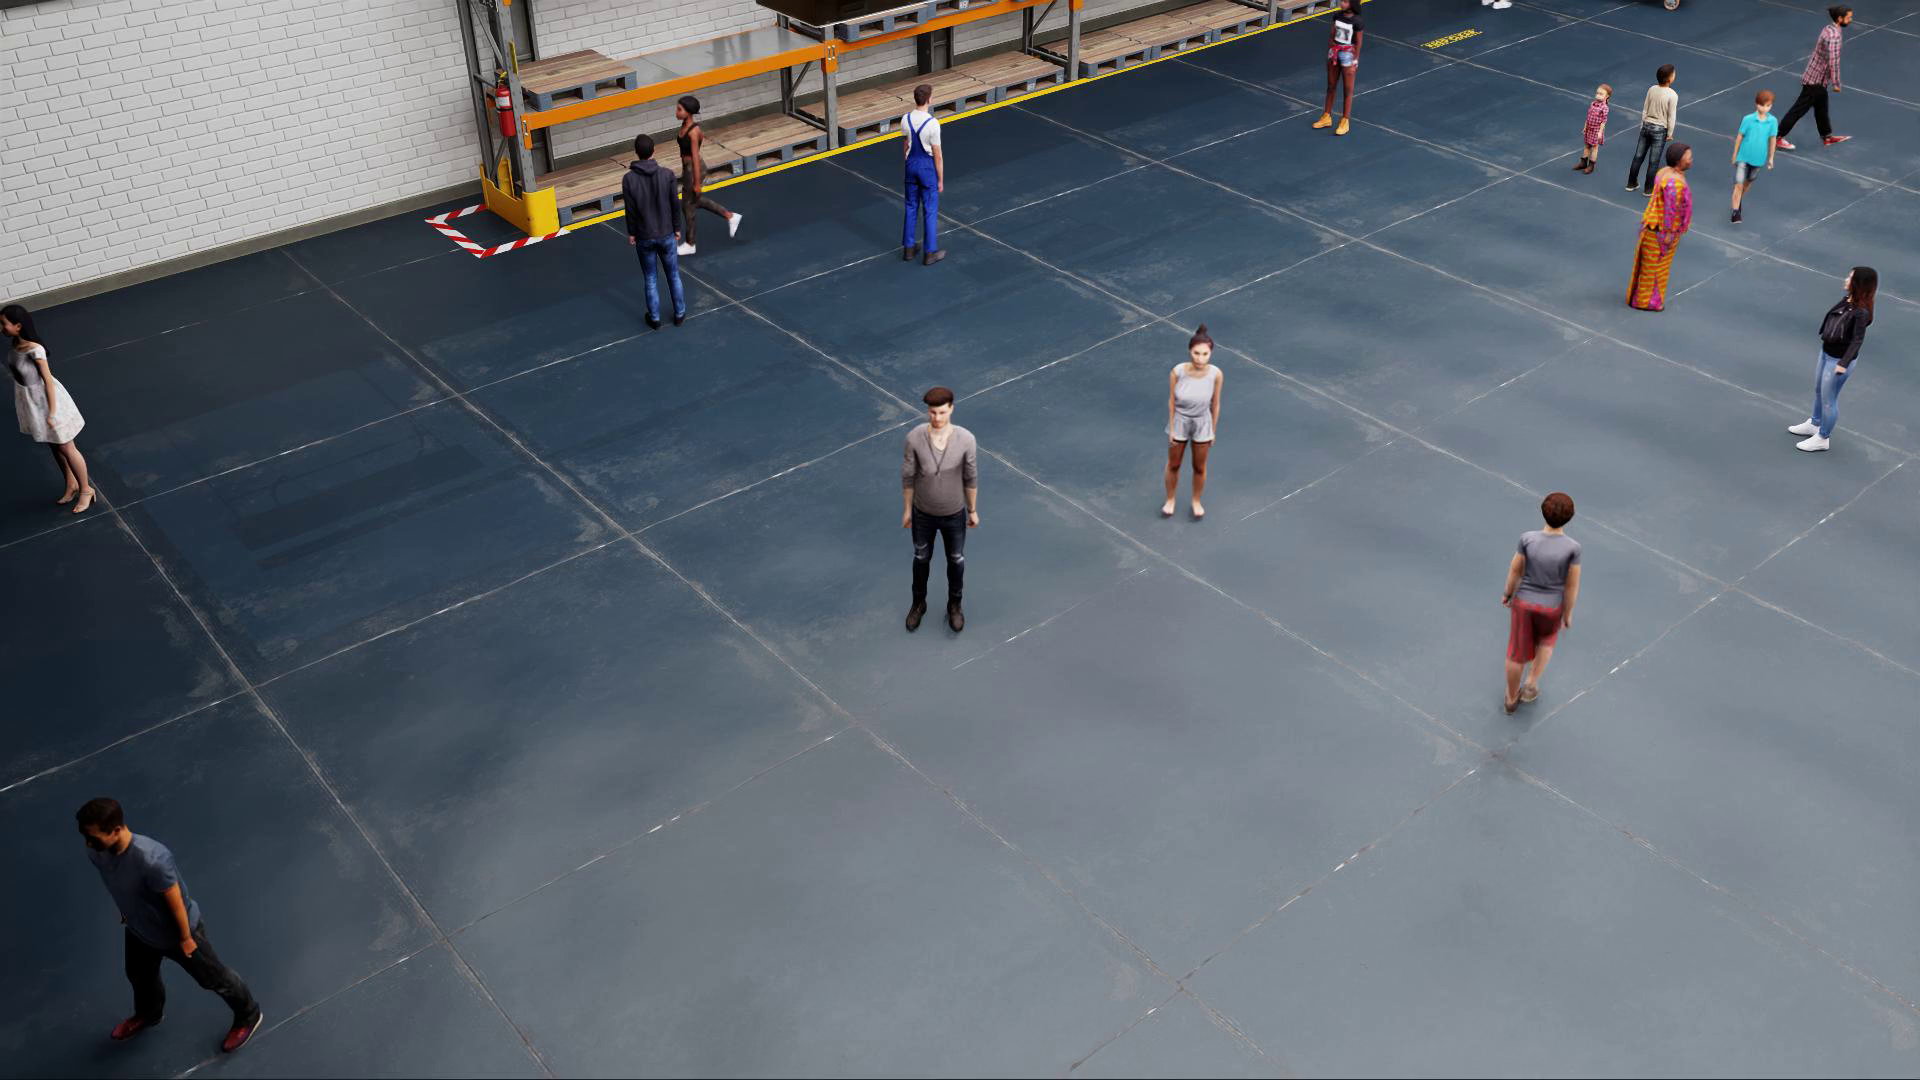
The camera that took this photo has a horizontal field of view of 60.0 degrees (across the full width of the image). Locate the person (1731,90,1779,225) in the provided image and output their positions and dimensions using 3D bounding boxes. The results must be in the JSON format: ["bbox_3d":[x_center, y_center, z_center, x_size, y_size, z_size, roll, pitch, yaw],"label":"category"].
[{"bbox_3d":[8.599,-4.186,18.076,0.902,1.411,1.010,6,34,9],"label":"person"}]

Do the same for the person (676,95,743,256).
[{"bbox_3d":[-2.678,-3.774,17.217,1.091,1.677,0.784,-13,36,-19],"label":"person"}]

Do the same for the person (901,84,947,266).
[{"bbox_3d":[-0.399,-3.747,17.021,0.688,1.848,0.667,17,37,24],"label":"person"}]

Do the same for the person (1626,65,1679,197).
[{"bbox_3d":[7.785,-4.600,18.650,0.503,1.465,0.542,-24,40,-31],"label":"person"}]

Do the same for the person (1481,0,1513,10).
[{"bbox_3d":[8.095,-8.936,24.756,0.639,1.929,0.718,-18,37,-24],"label":"person"}]

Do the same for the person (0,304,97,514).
[{"bbox_3d":[-7.146,-1.027,12.996,0.691,1.774,0.685,25,41,32],"label":"person"}]

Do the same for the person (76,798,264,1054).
[{"bbox_3d":[-4.087,1.954,8.508,0.962,1.778,0.946,13,36,18],"label":"person"}]

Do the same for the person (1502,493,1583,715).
[{"bbox_3d":[3.758,0.475,10.857,0.730,1.641,0.763,14,36,20],"label":"person"}]

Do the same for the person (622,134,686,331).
[{"bbox_3d":[-2.883,-2.899,15.705,0.650,1.893,0.806,-10,35,-15],"label":"person"}]

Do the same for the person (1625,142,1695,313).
[{"bbox_3d":[6.842,-3.074,16.154,0.842,1.686,0.774,6,34,9],"label":"person"}]

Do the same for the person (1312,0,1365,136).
[{"bbox_3d":[4.672,-5.838,20.278,0.589,1.726,0.613,-27,42,-34],"label":"person"}]

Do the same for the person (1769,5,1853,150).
[{"bbox_3d":[10.067,-5.457,19.700,1.065,1.732,1.163,12,36,18],"label":"person"}]

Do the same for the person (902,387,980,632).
[{"bbox_3d":[-0.144,-0.233,11.683,0.761,1.905,0.831,2,34,3],"label":"person"}]

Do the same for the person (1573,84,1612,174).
[{"bbox_3d":[7.387,-4.793,19.340,0.483,1.023,0.460,-17,37,-23],"label":"person"}]

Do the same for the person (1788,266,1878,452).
[{"bbox_3d":[7.316,-1.525,13.871,0.796,1.634,0.709,7,34,10],"label":"person"}]

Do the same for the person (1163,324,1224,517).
[{"bbox_3d":[1.803,-0.916,12.967,0.644,1.621,0.699,4,34,6],"label":"person"}]
